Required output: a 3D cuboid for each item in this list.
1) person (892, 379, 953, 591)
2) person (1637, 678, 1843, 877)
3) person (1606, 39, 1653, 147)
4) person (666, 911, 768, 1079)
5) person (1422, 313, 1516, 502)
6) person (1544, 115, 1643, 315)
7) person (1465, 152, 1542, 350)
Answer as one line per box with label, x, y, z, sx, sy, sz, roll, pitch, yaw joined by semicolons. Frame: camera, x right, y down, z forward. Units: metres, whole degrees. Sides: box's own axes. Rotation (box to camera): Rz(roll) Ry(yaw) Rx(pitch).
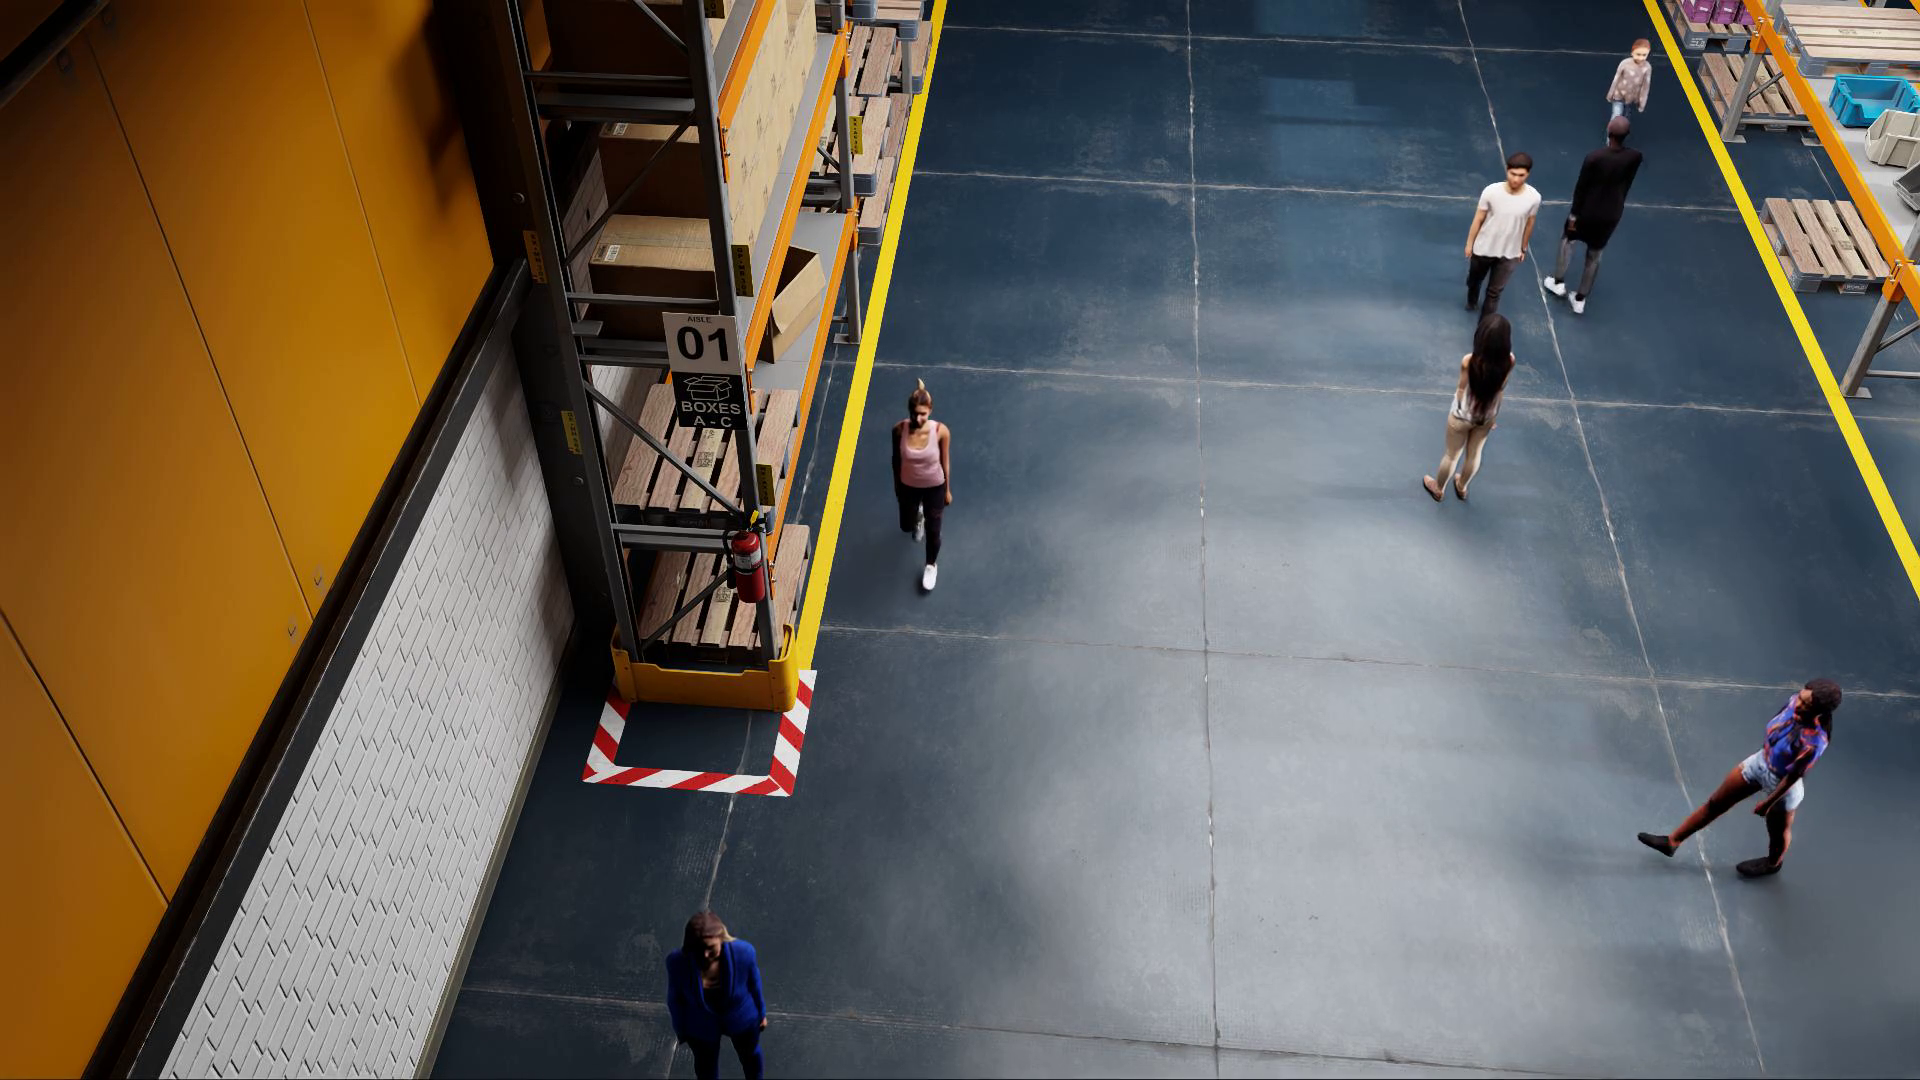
person;-0.249;-0.433;11.481;0.577;1.624;0.838;4;44;5
person;4.740;1.401;9.499;0.698;1.702;1.036;2;44;2
person;6.333;-4.232;15.794;0.585;1.177;0.848;10;45;11
person;-1.211;2.412;8.440;0.685;1.700;0.646;-9;44;-9
person;3.702;-0.914;11.966;0.598;1.652;0.651;-4;44;-4
person;5.269;-2.630;13.699;0.638;1.746;0.685;3;44;3
person;4.369;-2.420;13.511;0.748;1.701;1.052;10;45;11
